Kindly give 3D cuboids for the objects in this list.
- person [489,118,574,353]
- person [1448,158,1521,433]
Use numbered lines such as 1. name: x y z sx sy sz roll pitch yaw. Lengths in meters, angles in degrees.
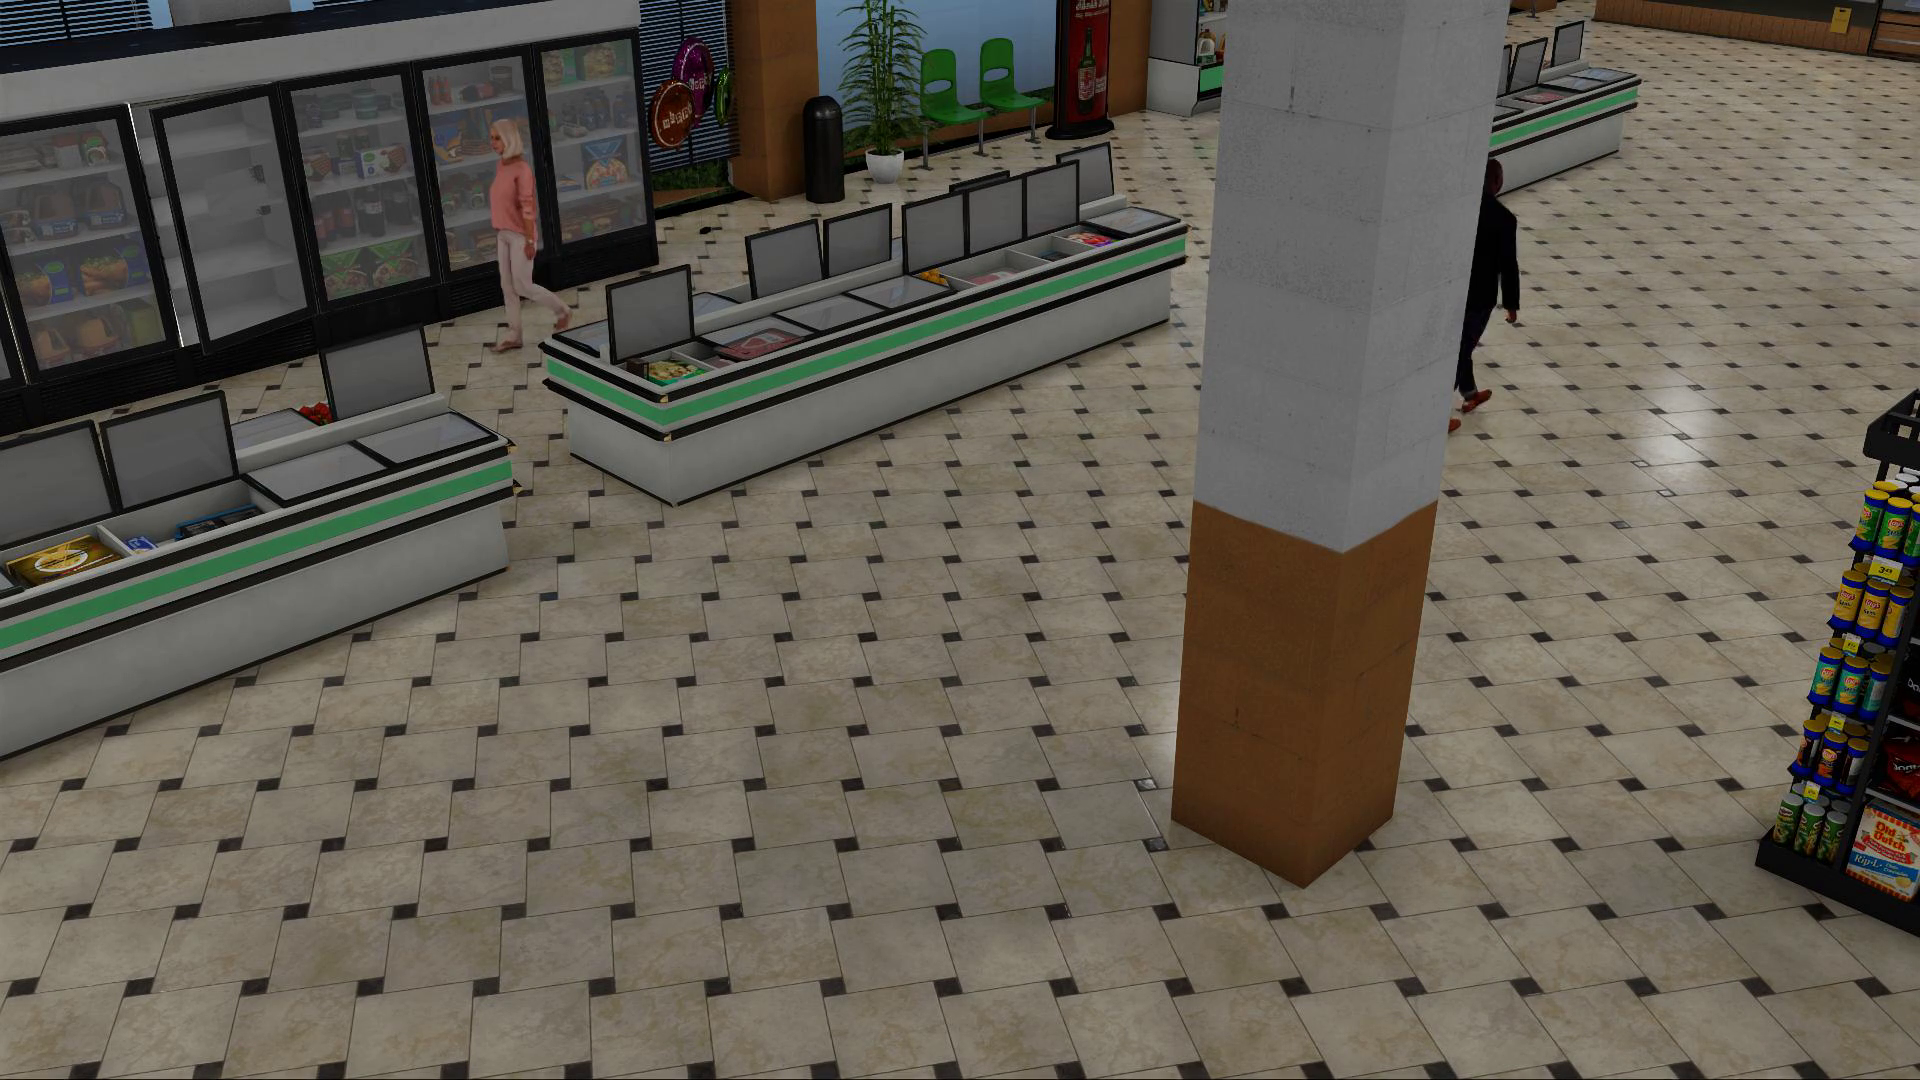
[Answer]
1. person: -3.211 -2.247 12.267 0.873 1.713 0.634 -22 34 -36
2. person: 3.223 -1.511 10.817 1.087 1.710 0.891 -15 30 -27
